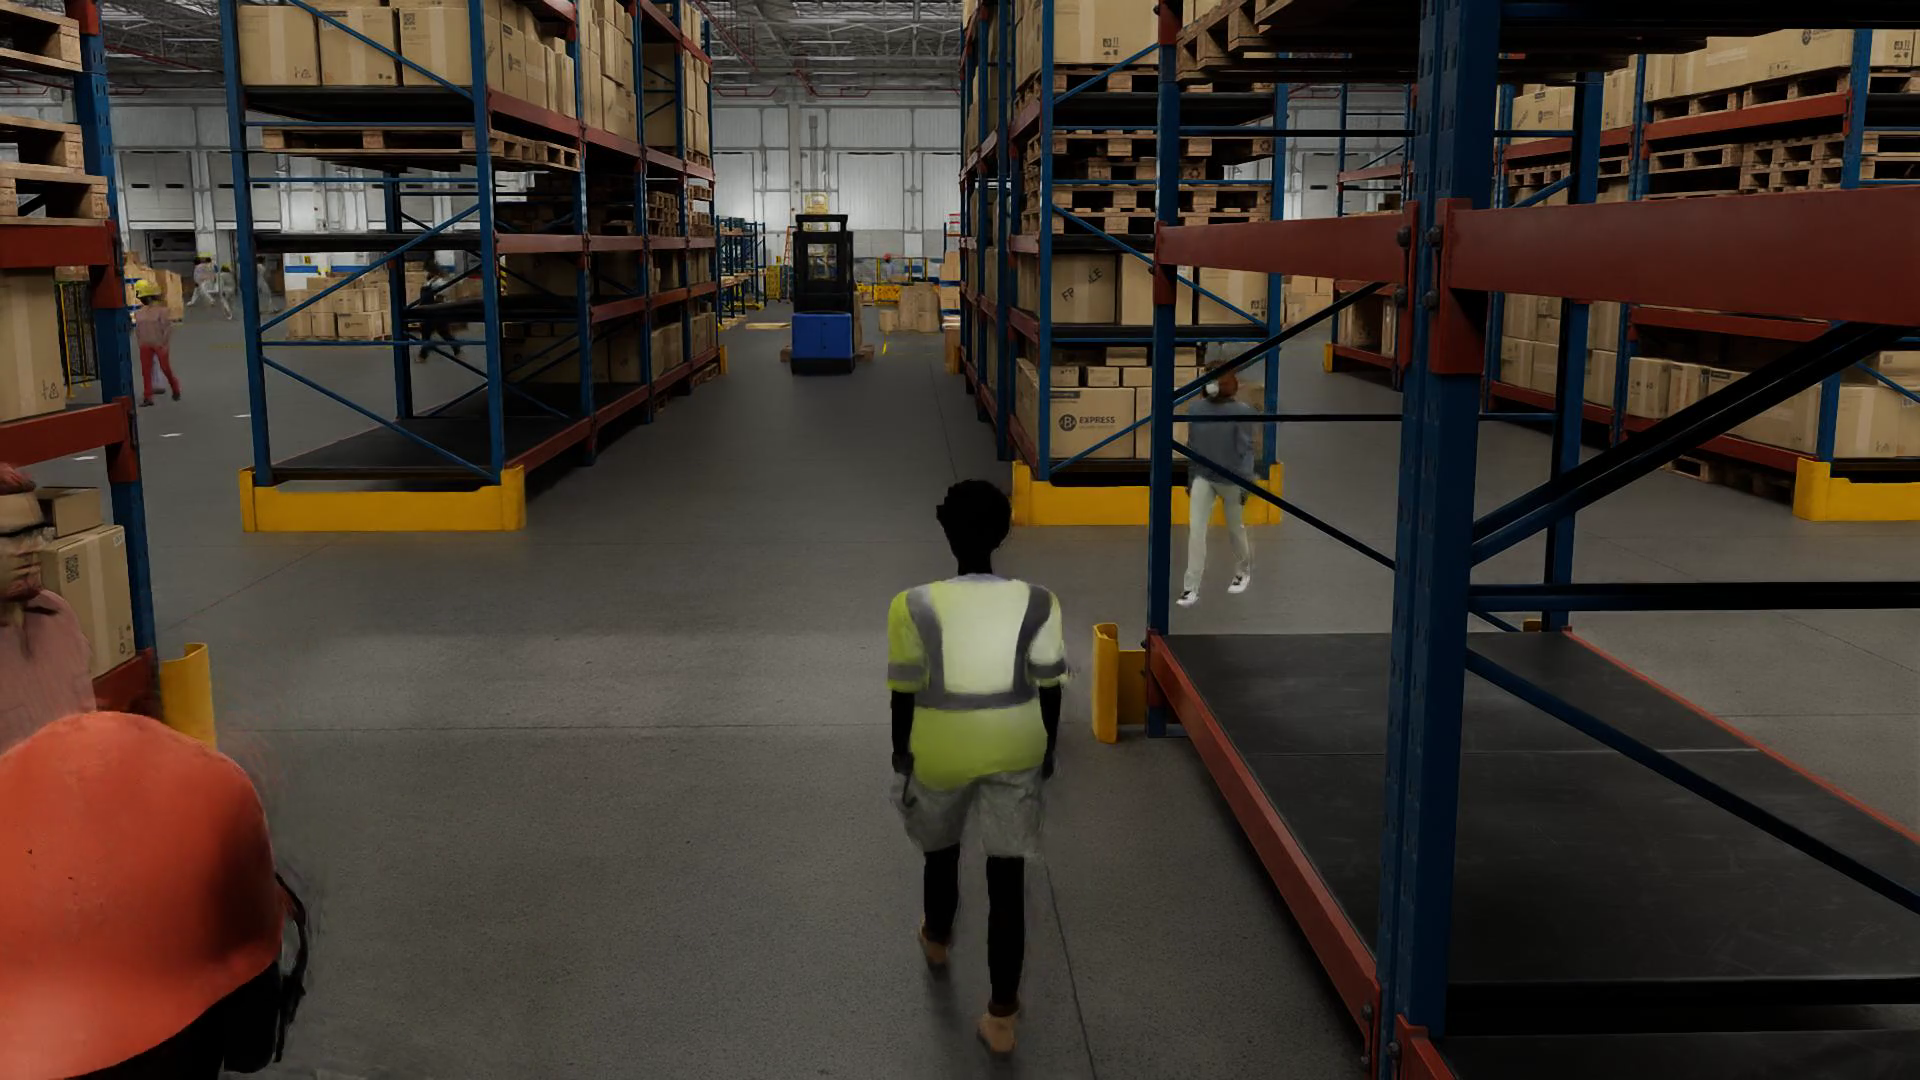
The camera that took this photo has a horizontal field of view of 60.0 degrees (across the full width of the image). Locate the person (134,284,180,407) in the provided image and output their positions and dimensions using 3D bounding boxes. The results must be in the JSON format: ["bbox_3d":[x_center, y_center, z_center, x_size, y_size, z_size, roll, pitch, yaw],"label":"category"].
[{"bbox_3d":[-11.598,-2.816,23.990,0.529,1.739,0.772,0,10,2],"label":"person"}]

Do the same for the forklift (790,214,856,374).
[{"bbox_3d":[-2.453,-4.413,29.704,1.129,2.768,1.873,0,10,-2],"label":"forklift"}]

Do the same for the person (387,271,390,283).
[{"bbox_3d":[-18.751,-8.402,55.256,0.321,1.692,0.534,10,14,43],"label":"person"}]

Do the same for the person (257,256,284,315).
[{"bbox_3d":[-22.310,-8.169,53.379,0.999,1.885,0.651,-7,12,-35],"label":"person"}]

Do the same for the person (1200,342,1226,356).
[{"bbox_3d":[5.150,-4.734,34.227,0.693,1.900,0.602,-1,10,-7],"label":"person"}]

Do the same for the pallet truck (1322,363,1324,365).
[{"bbox_3d":[7.712,-4.157,30.737,1.885,1.965,0.823,3,11,16],"label":"pallet truck"}]

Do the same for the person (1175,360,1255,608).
[{"bbox_3d":[1.702,-0.387,10.872,0.513,1.590,0.846,7,12,33],"label":"person"}]

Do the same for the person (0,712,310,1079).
[{"bbox_3d":[-0.651,1.095,1.441,0.613,2.019,0.922,-1,10,-4],"label":"person"}]

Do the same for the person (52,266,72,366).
[{"bbox_3d":[-17.112,-4.248,31.330,0.613,1.963,0.361,3,10,14],"label":"person"}]

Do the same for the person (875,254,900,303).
[{"bbox_3d":[-2.736,-9.950,63.354,1.002,1.871,0.547,-5,11,-26],"label":"person"}]

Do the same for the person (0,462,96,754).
[{"bbox_3d":[-2.030,0.772,3.577,0.396,1.899,0.640,1,10,6],"label":"person"}]

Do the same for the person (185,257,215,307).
[{"bbox_3d":[-27.169,-9.195,59.404,0.999,1.789,0.645,-5,11,-25],"label":"person"}]

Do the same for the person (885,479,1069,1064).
[{"bbox_3d":[0.047,0.635,4.980,0.553,1.647,0.859,-1,10,-7],"label":"person"}]

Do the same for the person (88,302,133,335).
[{"bbox_3d":[-14.422,-3.681,28.253,1.019,1.941,0.638,6,12,32],"label":"person"}]

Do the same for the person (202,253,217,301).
[{"bbox_3d":[-29.666,-10.384,65.675,0.539,1.907,0.600,3,11,18],"label":"person"}]

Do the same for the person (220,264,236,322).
[{"bbox_3d":[-21.505,-7.259,48.851,0.549,1.691,0.516,5,11,27],"label":"person"}]

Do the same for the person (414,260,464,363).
[{"bbox_3d":[-10.179,-4.468,32.351,0.681,2.000,0.950,8,13,38],"label":"person"}]

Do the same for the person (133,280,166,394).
[{"bbox_3d":[-12.530,-3.129,25.685,0.355,1.755,0.518,-5,11,-24],"label":"person"}]

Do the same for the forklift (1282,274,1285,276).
[{"bbox_3d":[12.240,-10.302,62.509,1.129,2.768,1.873,0,10,-2],"label":"forklift"}]
